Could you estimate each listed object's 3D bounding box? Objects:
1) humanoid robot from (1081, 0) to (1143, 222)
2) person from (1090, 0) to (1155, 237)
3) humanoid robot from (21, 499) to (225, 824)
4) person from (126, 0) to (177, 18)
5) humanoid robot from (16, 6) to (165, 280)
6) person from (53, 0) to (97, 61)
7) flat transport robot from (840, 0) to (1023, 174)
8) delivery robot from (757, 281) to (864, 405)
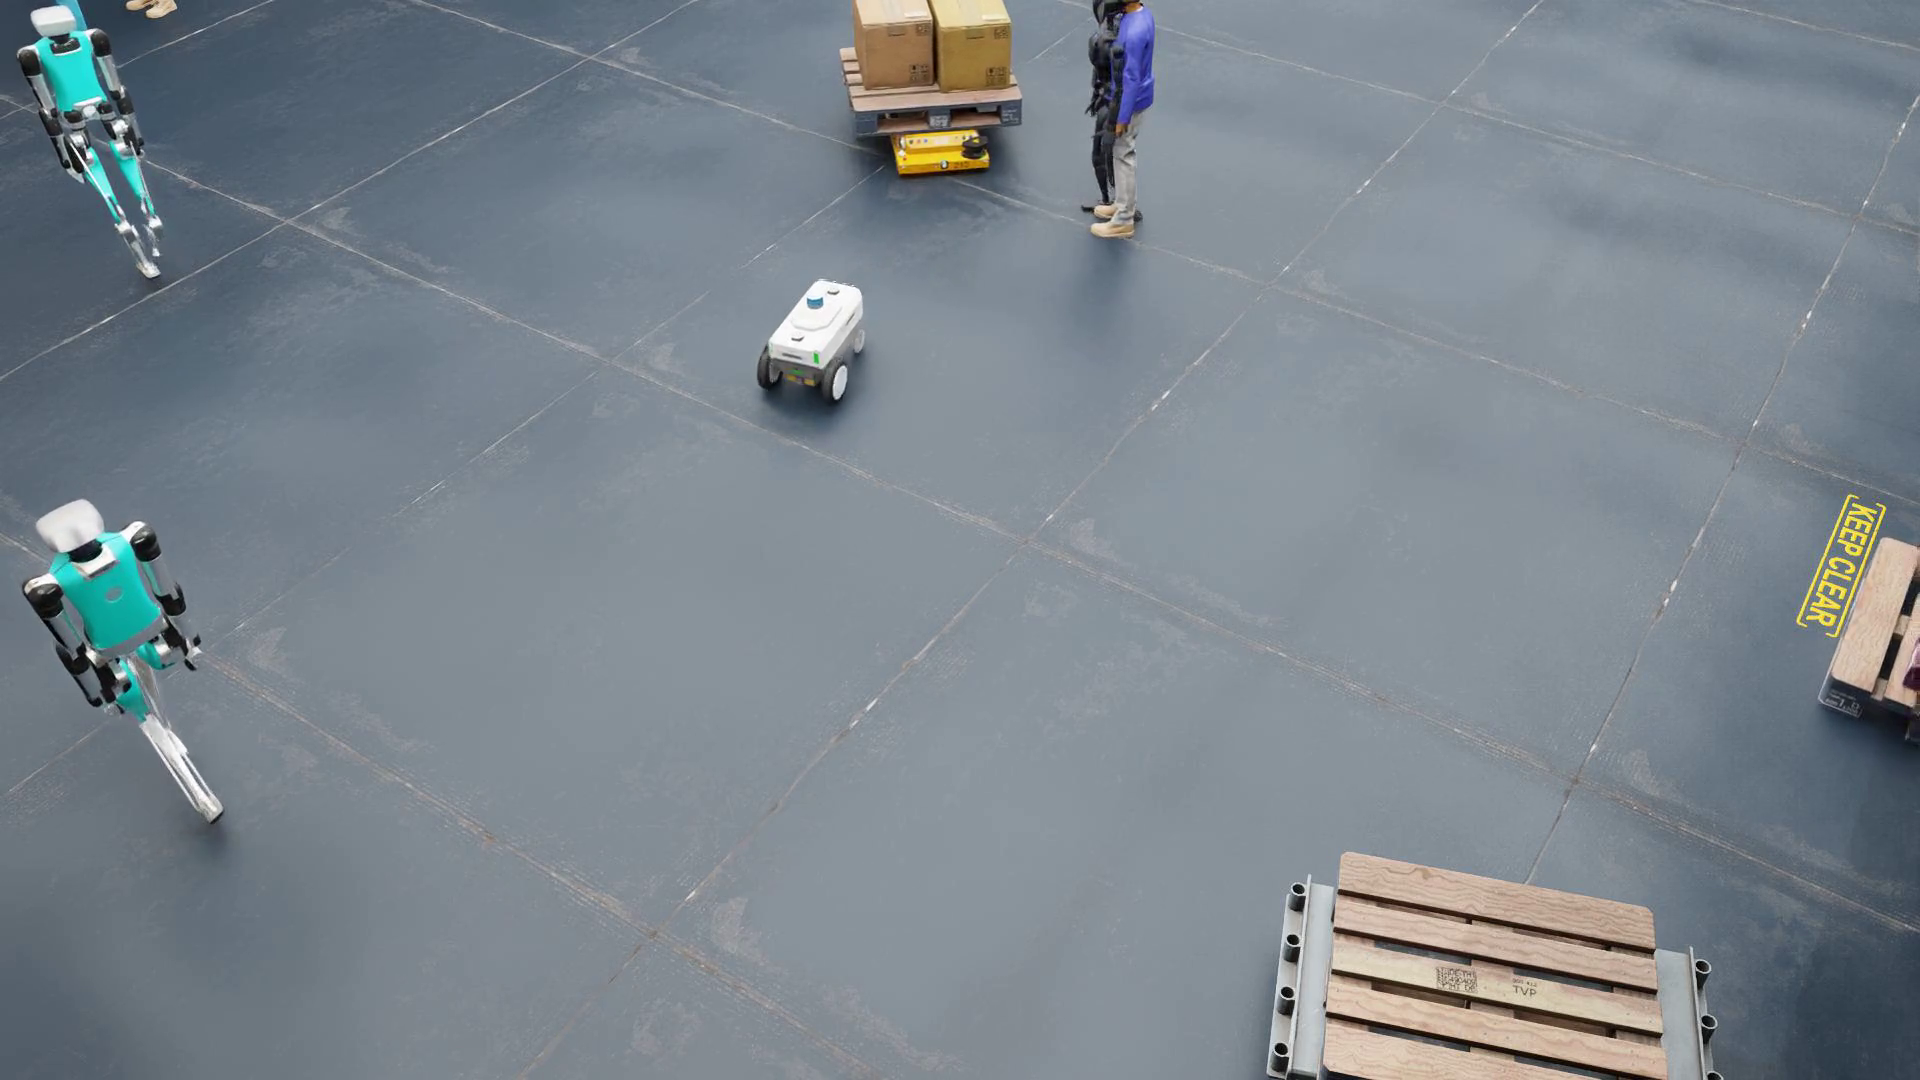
[{"bbox_3d":[1.033,-2.835,10.915,0.432,1.655,0.589,-6,42,-7],"label":"humanoid robot"},{"bbox_3d":[1.065,-2.852,10.781,0.369,1.862,0.468,3,42,3],"label":"person"},{"bbox_3d":[-3.603,0.463,7.153,1.013,1.739,0.554,31,50,30],"label":"humanoid robot"},{"bbox_3d":[-6.744,-5.083,13.357,0.481,1.745,0.312,27,48,27],"label":"person"},{"bbox_3d":[-5.261,-2.359,10.337,0.540,1.801,0.814,-31,50,-30],"label":"humanoid robot"},{"bbox_3d":[-7.016,-4.530,12.668,0.396,1.841,0.563,-20,46,-21],"label":"person"},{"bbox_3d":[-0.222,-3.150,12.305,0.659,0.231,1.431,-6,42,-7],"label":"flat transport robot"},{"bbox_3d":[-0.858,-1.202,9.913,0.499,0.599,0.784,14,44,15],"label":"delivery robot"}]
